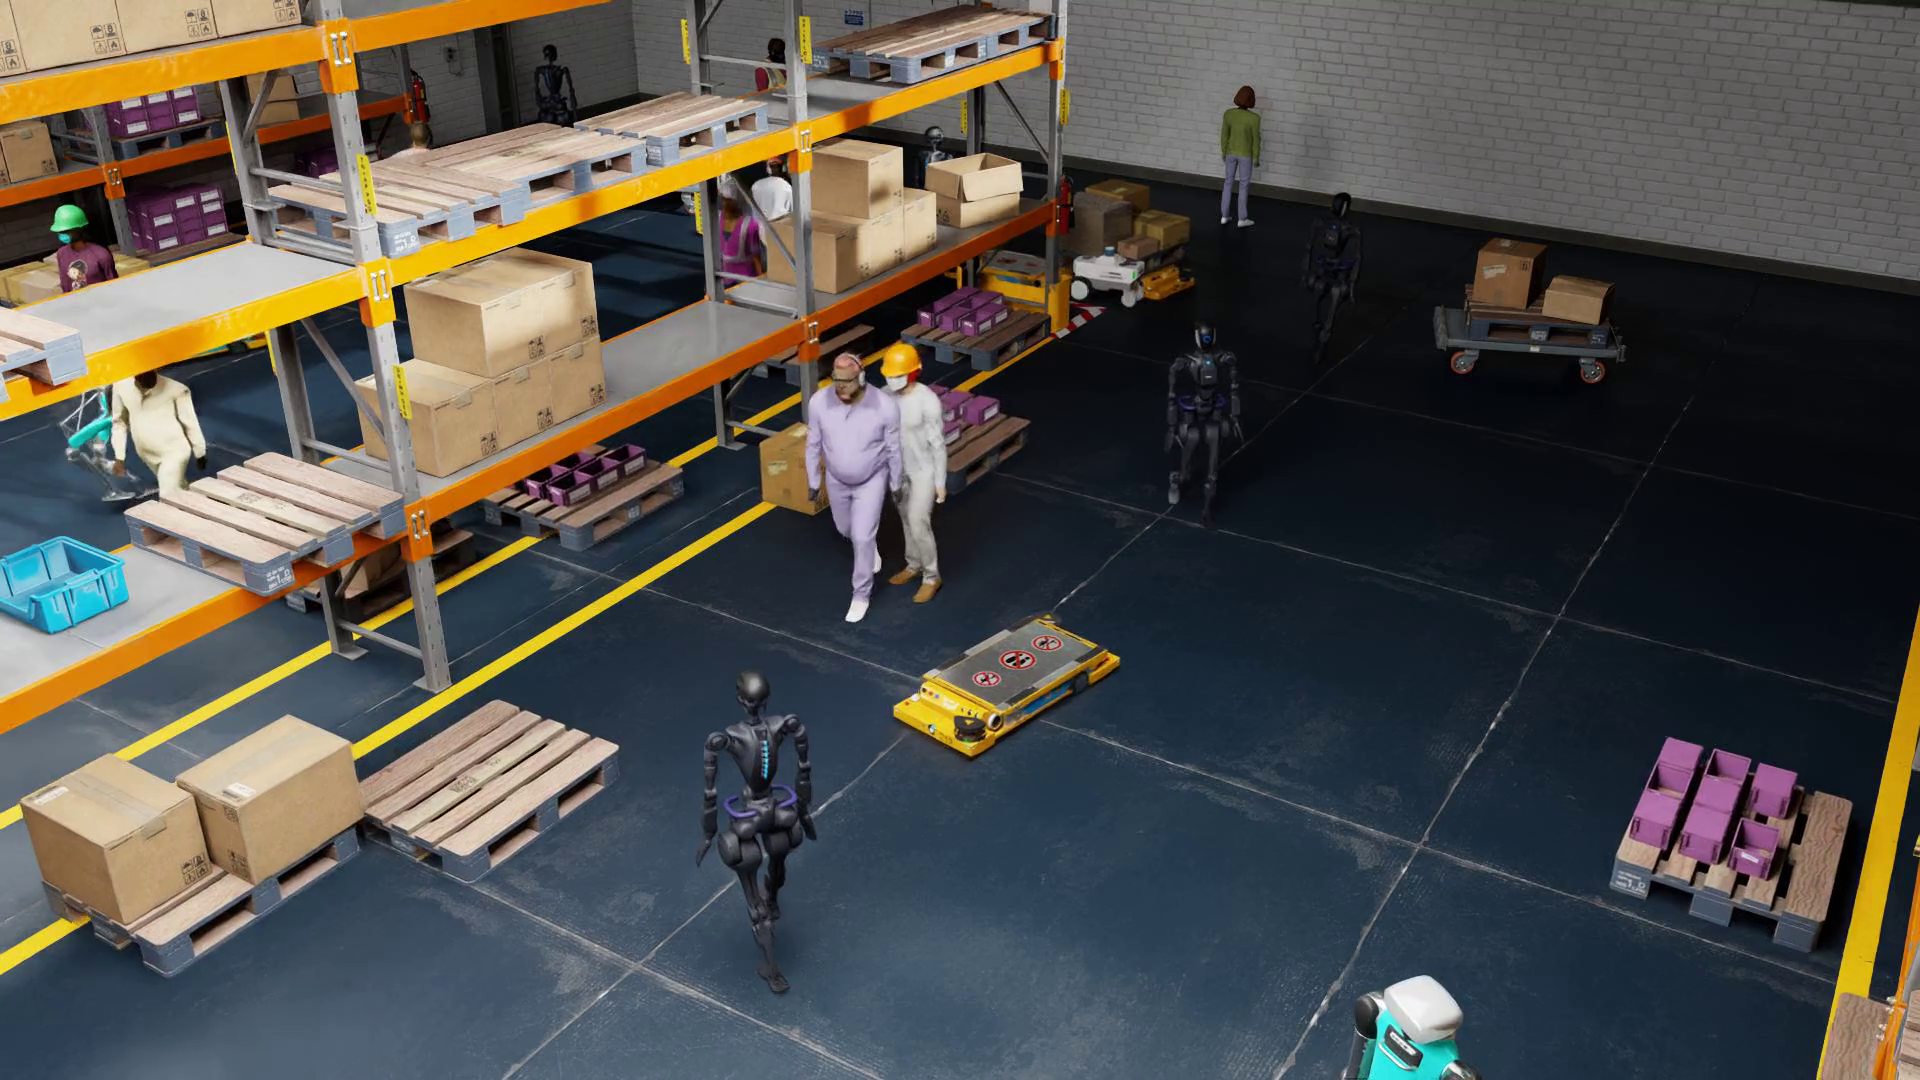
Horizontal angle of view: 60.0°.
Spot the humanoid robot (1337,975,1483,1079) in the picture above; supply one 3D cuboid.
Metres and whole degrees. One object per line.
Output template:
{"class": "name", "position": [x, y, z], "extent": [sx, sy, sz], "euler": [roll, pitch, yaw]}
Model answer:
{"class": "humanoid robot", "position": [1.324, 2.427, 5.913], "extent": [0.809, 1.884, 0.544], "euler": [-15, 31, -28]}

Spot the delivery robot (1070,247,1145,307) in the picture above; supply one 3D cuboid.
{"class": "delivery robot", "position": [1.543, -2.755, 17.302], "extent": [0.785, 0.587, 0.499], "euler": [12, 29, 22]}

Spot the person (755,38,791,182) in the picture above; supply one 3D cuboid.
{"class": "person", "position": [-2.314, -5.502, 21.317], "extent": [0.430, 1.831, 0.634], "euler": [19, 33, 33]}

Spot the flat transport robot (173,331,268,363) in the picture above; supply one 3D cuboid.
{"class": "flat transport robot", "position": [-7.367, -1.908, 15.958], "extent": [1.431, 0.231, 0.659], "euler": [-20, 33, -34]}

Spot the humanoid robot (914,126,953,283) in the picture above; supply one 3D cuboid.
{"class": "humanoid robot", "position": [-0.232, -3.570, 17.669], "extent": [0.599, 1.649, 0.356], "euler": [20, 33, 33]}

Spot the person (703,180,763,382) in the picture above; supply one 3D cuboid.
{"class": "person", "position": [-2.040, -2.438, 15.299], "extent": [0.517, 1.809, 0.894], "euler": [14, 30, 25]}

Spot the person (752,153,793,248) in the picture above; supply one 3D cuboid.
{"class": "person", "position": [-1.726, -3.036, 16.570], "extent": [0.589, 1.713, 0.720], "euler": [21, 34, 35]}

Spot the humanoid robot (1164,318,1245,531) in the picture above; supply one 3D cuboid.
{"class": "humanoid robot", "position": [1.813, -0.913, 12.458], "extent": [0.611, 1.642, 0.548], "euler": [-5, 27, -9]}

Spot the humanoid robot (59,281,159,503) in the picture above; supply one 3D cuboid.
{"class": "humanoid robot", "position": [-6.571, -1.027, 12.597], "extent": [0.819, 1.774, 0.559], "euler": [-20, 33, -35]}

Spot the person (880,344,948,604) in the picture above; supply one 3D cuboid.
{"class": "person", "position": [-0.331, -0.464, 11.358], "extent": [0.601, 1.875, 0.499], "euler": [18, 32, 32]}

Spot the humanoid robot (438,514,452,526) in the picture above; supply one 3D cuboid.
{"class": "humanoid robot", "position": [-3.880, -0.952, 12.486], "extent": [0.563, 1.786, 0.922], "euler": [5, 27, 10]}

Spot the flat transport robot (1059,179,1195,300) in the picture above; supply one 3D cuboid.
{"class": "flat transport robot", "position": [1.744, -2.883, 17.880], "extent": [1.431, 0.231, 0.659], "euler": [22, 34, 36]}

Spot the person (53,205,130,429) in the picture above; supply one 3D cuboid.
{"class": "person", "position": [-7.289, -1.887, 14.061], "extent": [0.497, 1.949, 0.426], "euler": [3, 27, 5]}

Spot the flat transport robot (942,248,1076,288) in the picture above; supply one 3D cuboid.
{"class": "flat transport robot", "position": [0.580, -2.885, 17.883], "extent": [1.431, 0.231, 0.659], "euler": [15, 31, 27]}

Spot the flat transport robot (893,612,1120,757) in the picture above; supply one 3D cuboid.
{"class": "flat transport robot", "position": [0.314, 0.881, 10.461], "extent": [0.659, 0.231, 1.431], "euler": [23, 35, 37]}

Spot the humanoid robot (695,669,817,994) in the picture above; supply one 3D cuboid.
{"class": "humanoid robot", "position": [-1.009, 1.338, 8.038], "extent": [0.612, 1.631, 0.747], "euler": [-14, 30, -26]}

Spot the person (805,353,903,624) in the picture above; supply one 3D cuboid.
{"class": "person", "position": [-0.697, -0.454, 11.335], "extent": [0.668, 1.862, 0.877], "euler": [7, 28, 14]}

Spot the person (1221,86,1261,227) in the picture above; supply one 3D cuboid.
{"class": "person", "position": [3.300, -4.520, 19.593], "extent": [0.506, 1.631, 0.265], "euler": [20, 33, 34]}

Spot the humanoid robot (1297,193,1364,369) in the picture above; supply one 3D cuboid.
{"class": "humanoid robot", "position": [3.419, -2.424, 15.428], "extent": [0.610, 1.644, 0.590], "euler": [18, 32, 31]}

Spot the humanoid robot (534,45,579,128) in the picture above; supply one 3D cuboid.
{"class": "humanoid robot", "position": [-5.271, -5.625, 21.729], "extent": [0.599, 1.644, 0.431], "euler": [6, 28, 12]}

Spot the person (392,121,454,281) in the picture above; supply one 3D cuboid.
{"class": "person", "position": [-5.380, -3.248, 16.790], "extent": [0.623, 1.909, 0.824], "euler": [-2, 27, -4]}

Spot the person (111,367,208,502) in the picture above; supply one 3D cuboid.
{"class": "person", "position": [-5.705, -0.654, 11.906], "extent": [0.559, 1.701, 0.927], "euler": [6, 27, 11]}
